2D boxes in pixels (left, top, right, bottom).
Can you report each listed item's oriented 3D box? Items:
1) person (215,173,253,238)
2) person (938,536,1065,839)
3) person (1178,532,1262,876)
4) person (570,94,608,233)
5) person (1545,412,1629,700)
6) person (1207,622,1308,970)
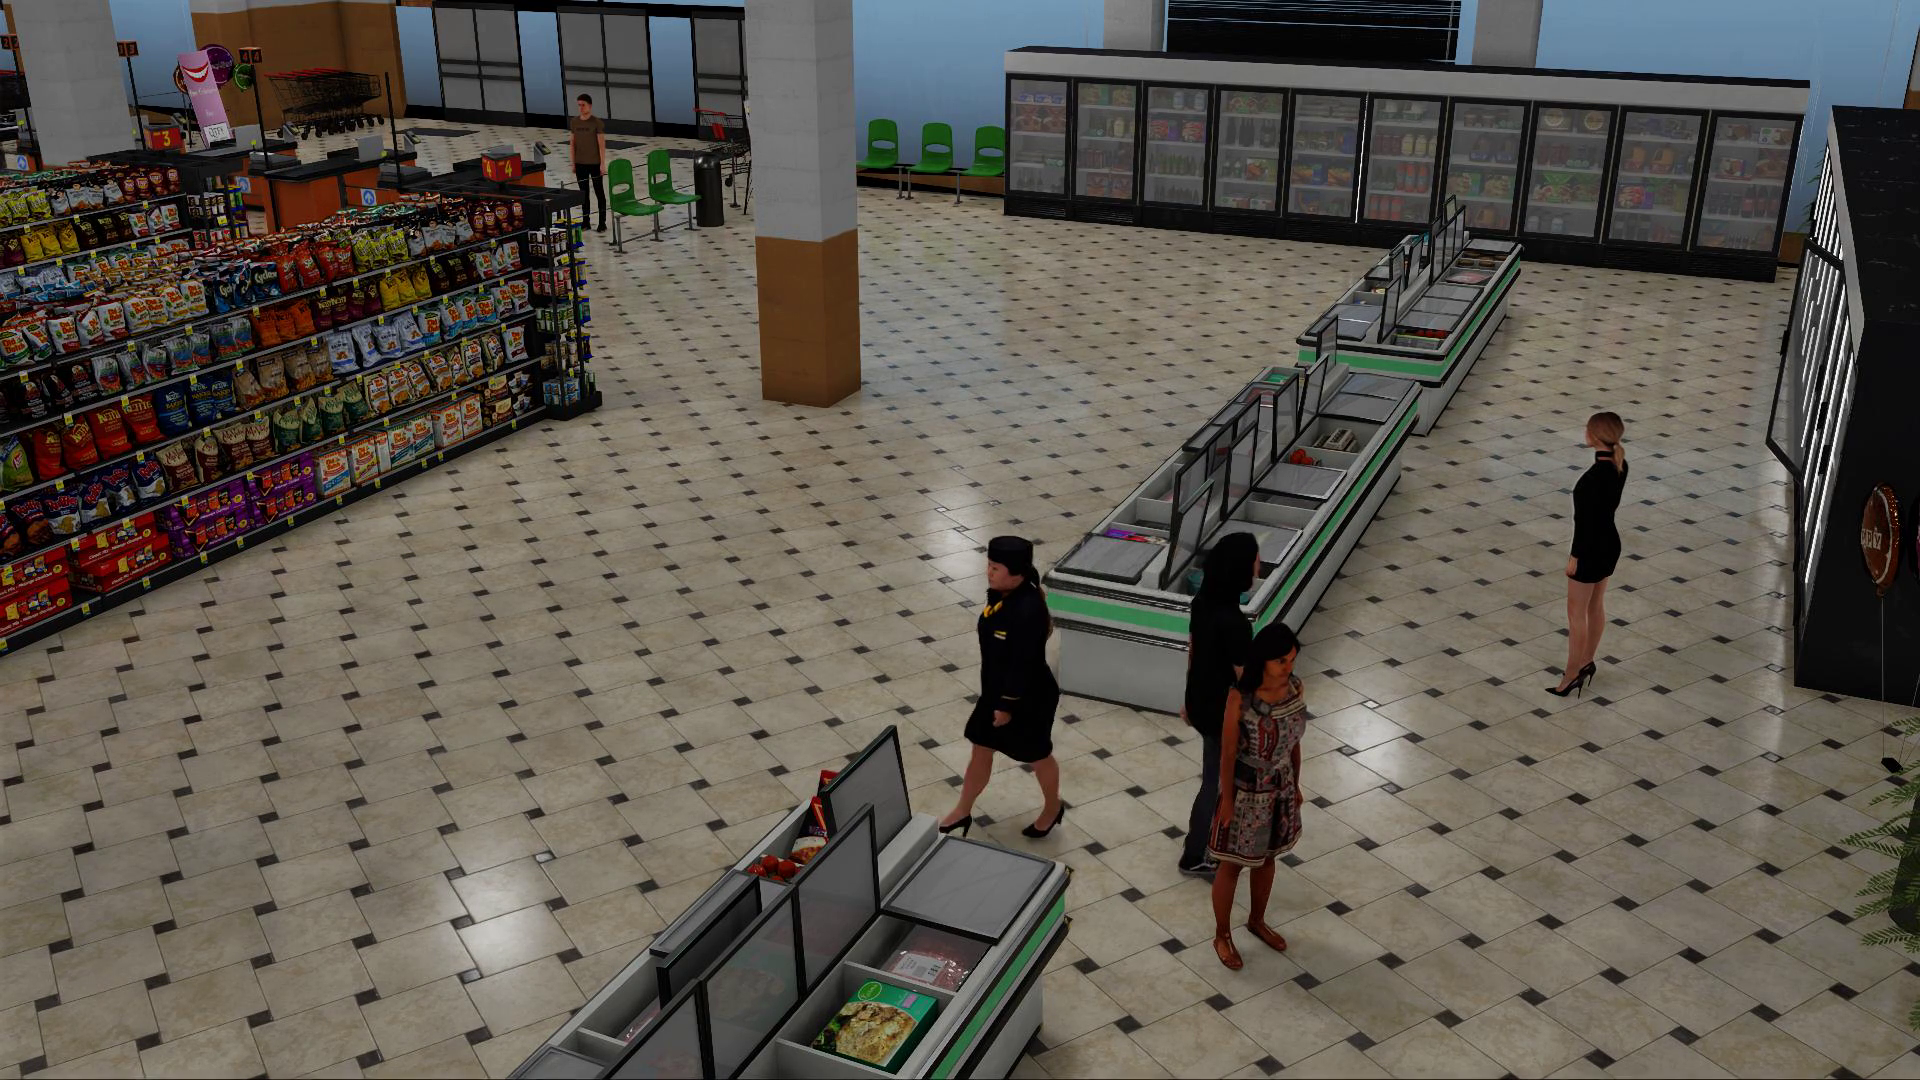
[{"bbox_3d":[-7.809,-3.220,18.193,0.872,1.675,0.810,-14,26,-31],"label":"person"},{"bbox_3d":[0.361,0.775,8.290,1.116,1.644,1.045,-9,24,-22],"label":"person"},{"bbox_3d":[1.156,0.817,7.946,0.805,1.823,0.719,-6,23,-14],"label":"person"},{"bbox_3d":[-5.083,-5.172,22.813,0.709,1.852,0.646,5,22,11],"label":"person"},{"bbox_3d":[3.729,0.085,9.840,0.674,1.769,0.537,19,29,39],"label":"person"},{"bbox_3d":[1.335,1.115,7.447,0.680,1.643,0.782,-12,25,-26],"label":"person"}]
